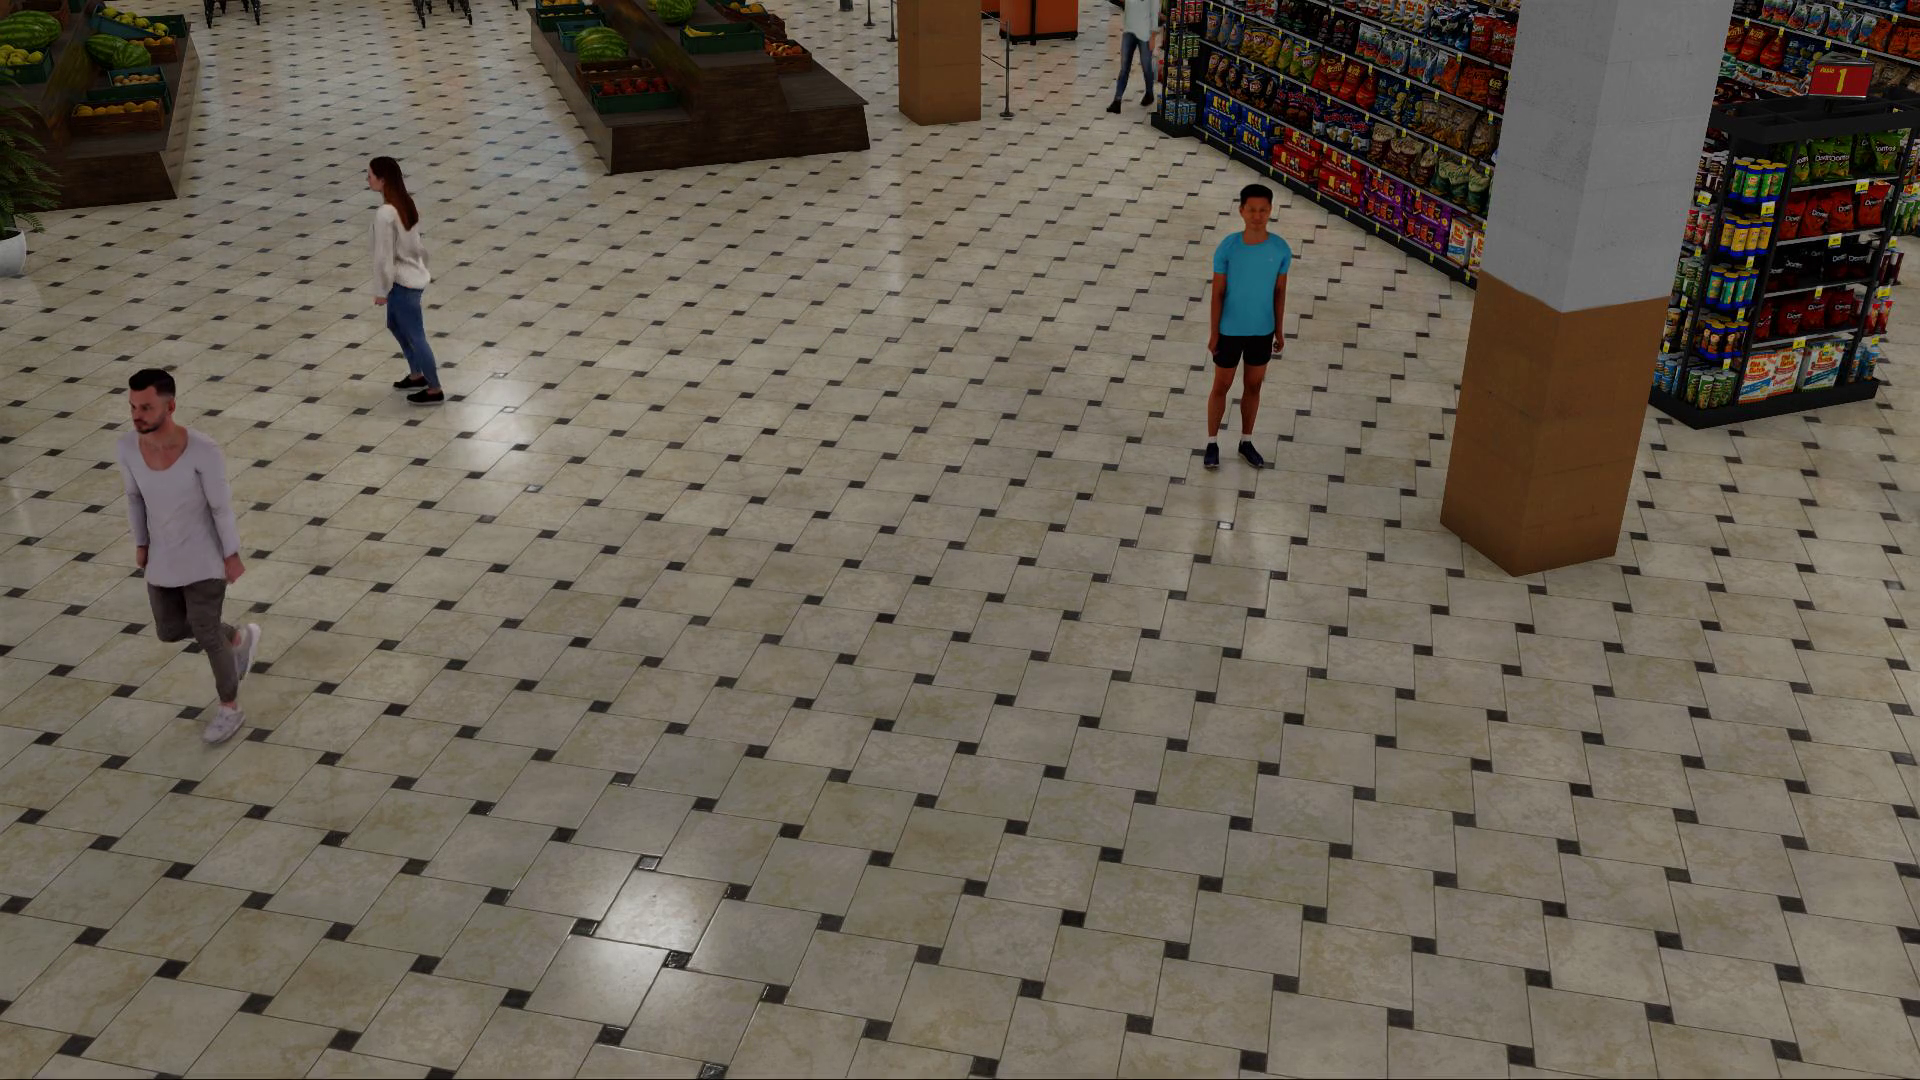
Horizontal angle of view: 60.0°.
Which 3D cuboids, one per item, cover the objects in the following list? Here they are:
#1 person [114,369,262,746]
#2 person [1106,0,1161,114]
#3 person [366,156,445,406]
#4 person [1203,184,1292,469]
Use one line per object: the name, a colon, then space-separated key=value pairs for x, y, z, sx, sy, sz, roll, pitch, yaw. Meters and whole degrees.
person: x=-3.503 y=0.028 z=7.636 sx=0.931 sy=1.827 sz=1.028 roll=6 pitch=29 yaw=11
person: x=1.963 y=-5.390 z=17.799 sx=1.110 sy=1.598 sz=1.099 roll=16 pitch=33 yaw=27
person: x=-3.568 y=-1.679 z=10.914 sx=0.803 sy=1.681 sz=0.700 roll=1 pitch=29 yaw=2
person: x=1.723 y=-1.287 z=10.095 sx=0.669 sy=1.777 sz=0.615 roll=-2 pitch=29 yaw=-4
